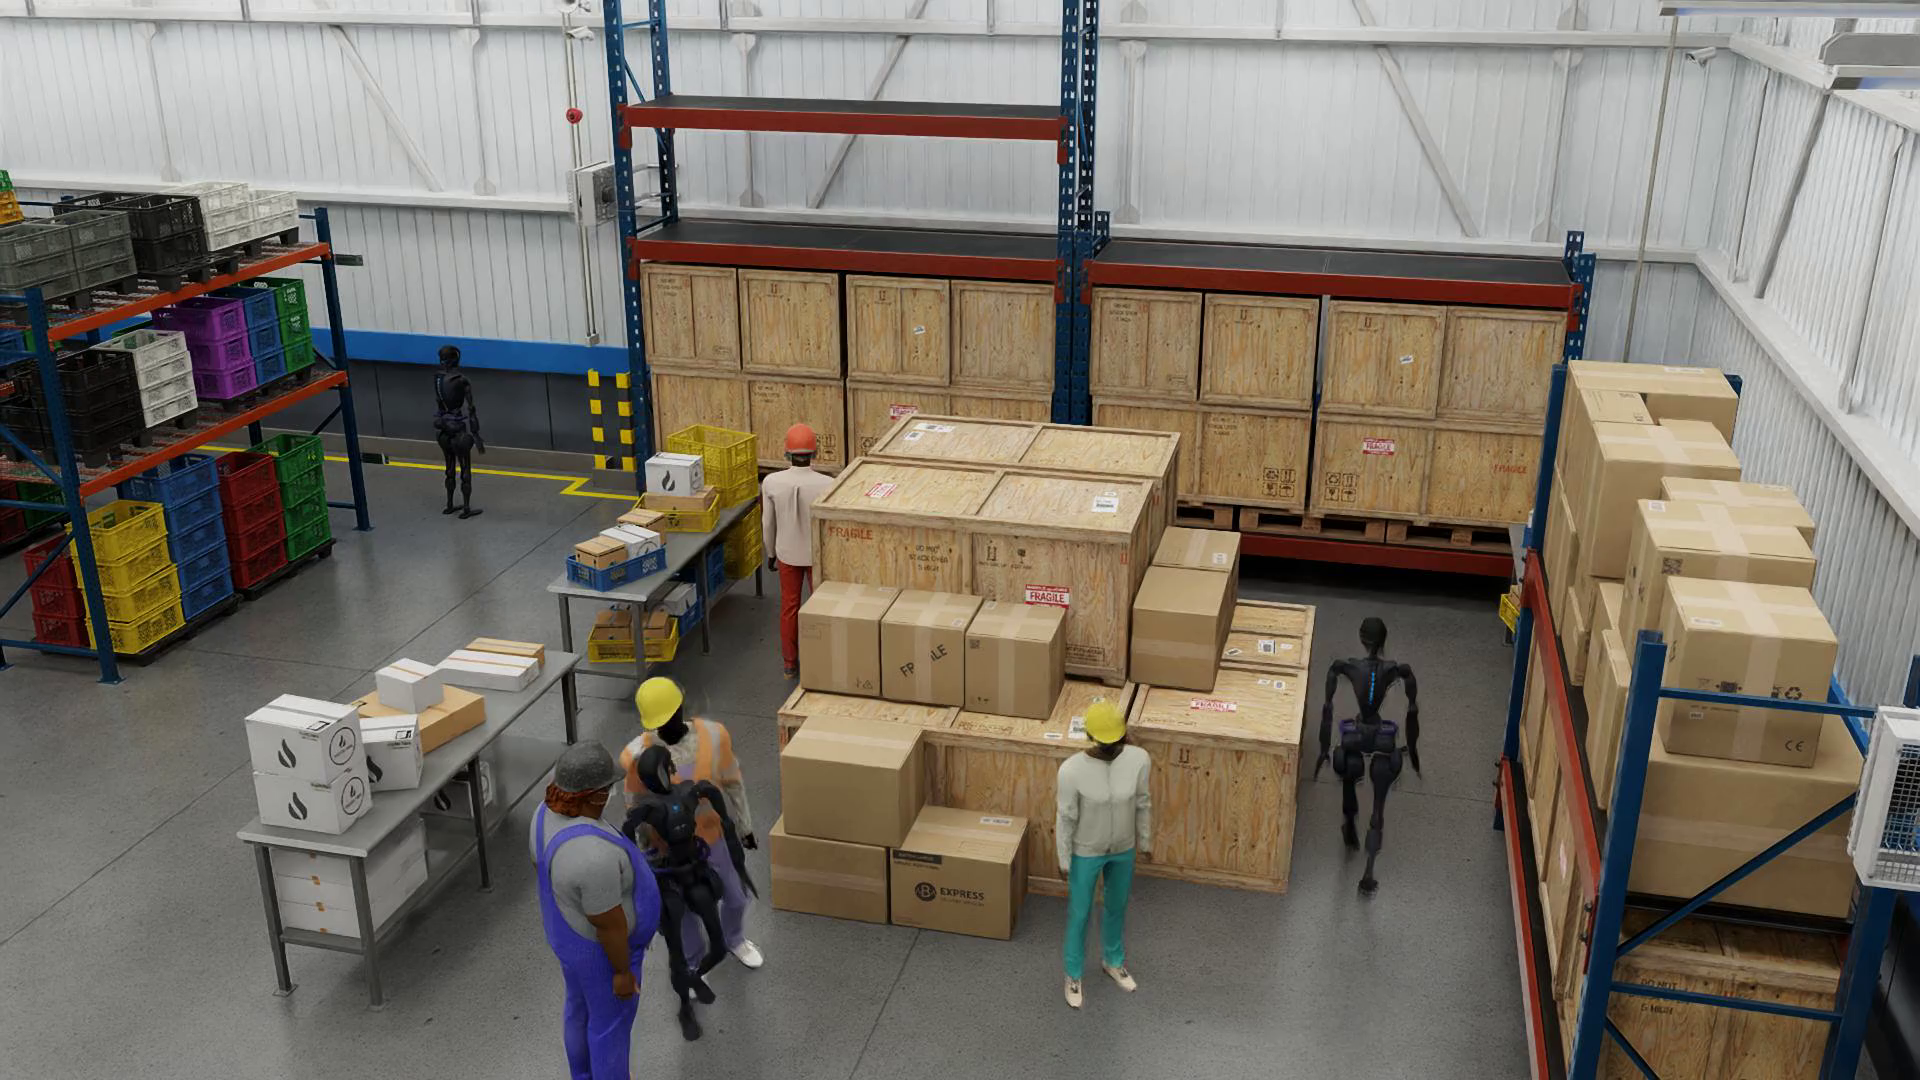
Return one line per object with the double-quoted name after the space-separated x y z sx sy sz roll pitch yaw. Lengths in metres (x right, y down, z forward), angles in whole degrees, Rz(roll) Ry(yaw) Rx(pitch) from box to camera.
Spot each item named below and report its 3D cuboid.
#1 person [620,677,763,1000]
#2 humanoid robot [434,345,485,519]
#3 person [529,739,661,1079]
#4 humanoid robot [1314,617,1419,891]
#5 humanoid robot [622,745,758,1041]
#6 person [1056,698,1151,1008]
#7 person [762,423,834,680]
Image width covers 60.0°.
-1.411 1.555 8.724 0.692 1.889 0.409 -10 23 -24 "person"
-4.778 -1.036 15.785 0.569 1.653 0.332 16 26 36 "humanoid robot"
-1.658 1.835 7.767 0.540 2.000 0.687 -14 25 -33 "person"
2.443 1.244 9.914 0.610 1.624 0.817 4 21 11 "humanoid robot"
-1.406 1.749 8.521 0.661 1.642 0.446 -13 24 -30 "humanoid robot"
0.755 1.621 8.709 0.537 1.765 0.321 -8 22 -19 "person"
-1.148 0.100 12.366 0.621 1.994 0.379 3 21 8 "person"
